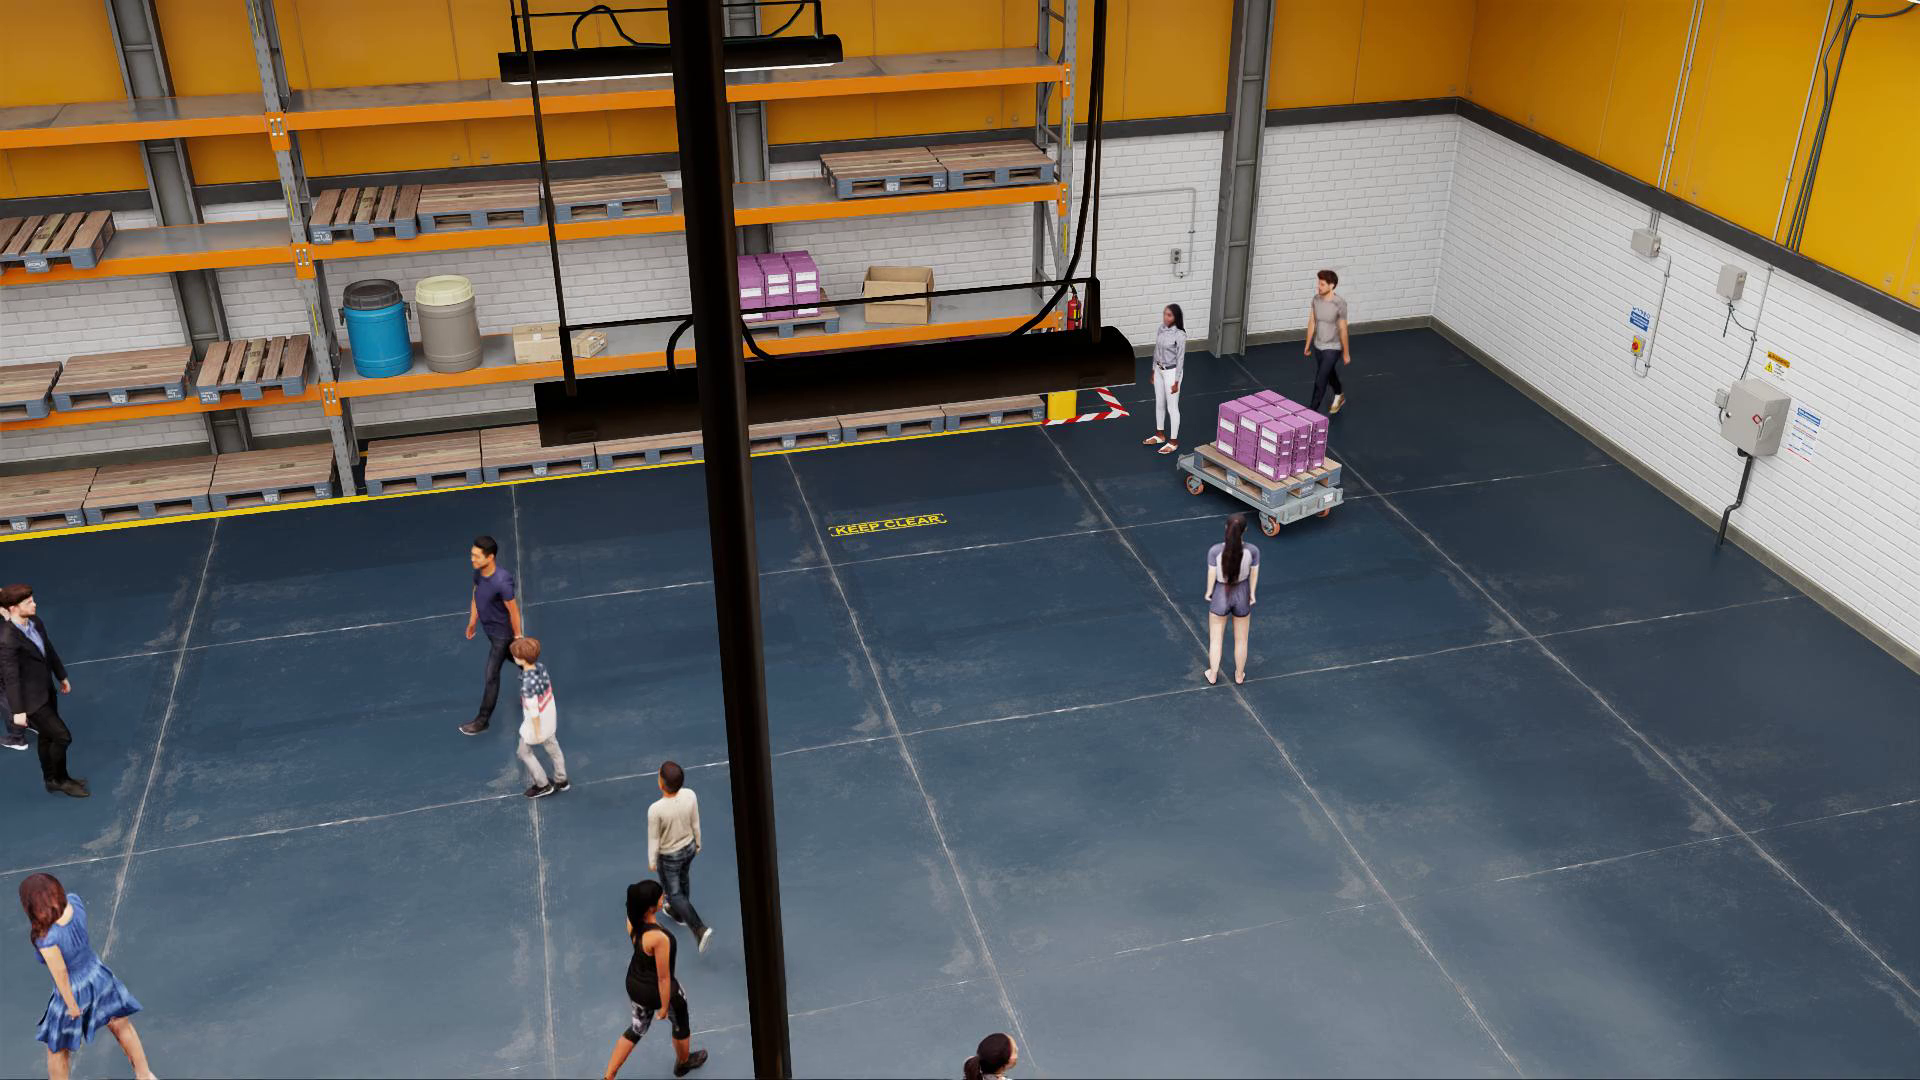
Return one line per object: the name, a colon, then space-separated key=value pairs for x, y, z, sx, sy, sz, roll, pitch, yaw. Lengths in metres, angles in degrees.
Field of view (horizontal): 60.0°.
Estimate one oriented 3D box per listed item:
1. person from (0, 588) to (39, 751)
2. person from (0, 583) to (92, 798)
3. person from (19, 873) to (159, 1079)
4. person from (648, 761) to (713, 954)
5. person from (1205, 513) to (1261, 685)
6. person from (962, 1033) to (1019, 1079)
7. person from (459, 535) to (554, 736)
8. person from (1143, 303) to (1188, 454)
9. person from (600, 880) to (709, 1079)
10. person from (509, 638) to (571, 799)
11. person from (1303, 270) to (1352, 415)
person: x=-7.826 y=0.896 z=13.527 sx=0.668 sy=1.743 sz=0.643 roll=9 pitch=30 yaw=17
person: x=-7.236 y=1.187 z=12.859 sx=0.732 sy=1.872 sz=0.777 roll=-2 pitch=29 yaw=-3
person: x=-5.220 y=2.761 z=10.076 sx=1.012 sy=1.774 sz=0.789 roll=-2 pitch=29 yaw=-3
person: x=-1.928 y=2.190 z=11.467 sx=0.925 sy=1.445 sz=0.887 roll=-25 pitch=37 yaw=-38
person: x=2.338 y=0.512 z=14.329 sx=0.562 sy=1.650 sz=0.713 roll=2 pitch=29 yaw=3
person: x=0.087 y=3.378 z=9.079 sx=1.000 sy=1.647 sz=0.788 roll=-15 pitch=32 yaw=-26
person: x=-3.753 y=0.723 z=13.847 sx=1.237 sy=1.741 sz=0.983 roll=-23 pitch=36 yaw=-35
person: x=2.316 y=-1.821 z=18.529 sx=0.618 sy=1.724 sz=0.658 roll=-17 pitch=33 yaw=-28
person: x=-1.957 y=2.772 z=10.193 sx=0.925 sy=1.642 sz=1.100 roll=24 pitch=36 yaw=36
person: x=-3.217 y=1.382 z=12.964 sx=0.657 sy=1.429 sz=0.624 roll=6 pitch=29 yaw=11
person: x=4.304 y=-2.229 z=19.157 sx=1.336 sy=1.838 sz=0.996 roll=-22 pitch=36 yaw=-35
